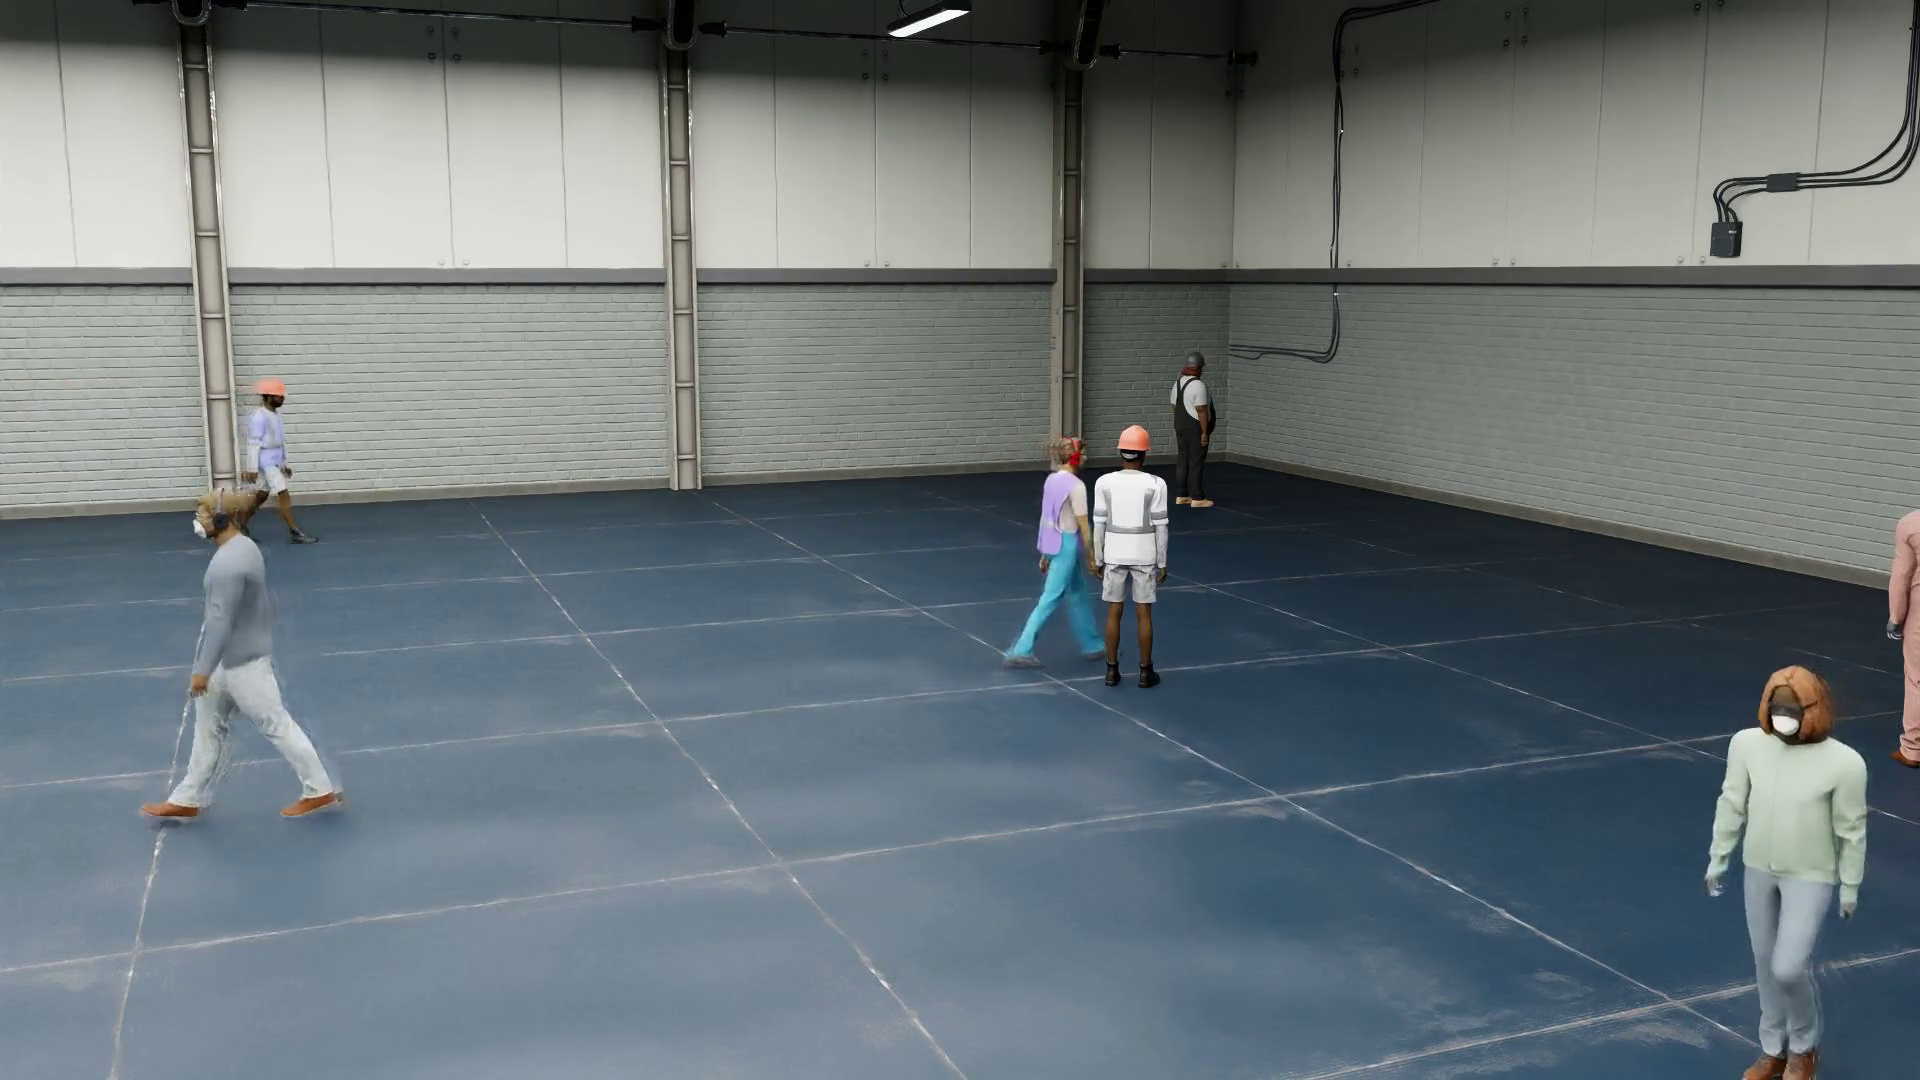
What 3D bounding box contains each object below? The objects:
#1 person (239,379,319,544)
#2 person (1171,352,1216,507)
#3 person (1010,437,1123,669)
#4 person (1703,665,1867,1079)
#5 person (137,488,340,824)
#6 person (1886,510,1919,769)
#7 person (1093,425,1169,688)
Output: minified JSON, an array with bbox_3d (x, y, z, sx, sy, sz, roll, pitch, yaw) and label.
[{"bbox_3d":[-7.822,-0.877,18.752,1.014,1.887,0.553,0,9,-2],"label":"person"},{"bbox_3d":[3.105,-1.461,21.890,0.537,2.000,0.683,-5,10,-26],"label":"person"},{"bbox_3d":[0.809,0.099,12.872,0.974,1.804,0.578,-2,9,-15],"label":"person"},{"bbox_3d":[3.043,1.254,6.157,0.378,1.614,0.506,-6,11,-33],"label":"person"},{"bbox_3d":[-3.976,0.652,9.146,1.041,1.890,0.637,-4,10,-23],"label":"person"},{"bbox_3d":[6.040,0.467,10.208,0.643,1.908,0.399,3,10,20],"label":"person"},{"bbox_3d":[1.262,0.125,12.257,0.553,1.935,0.361,3,9,16],"label":"person"}]
